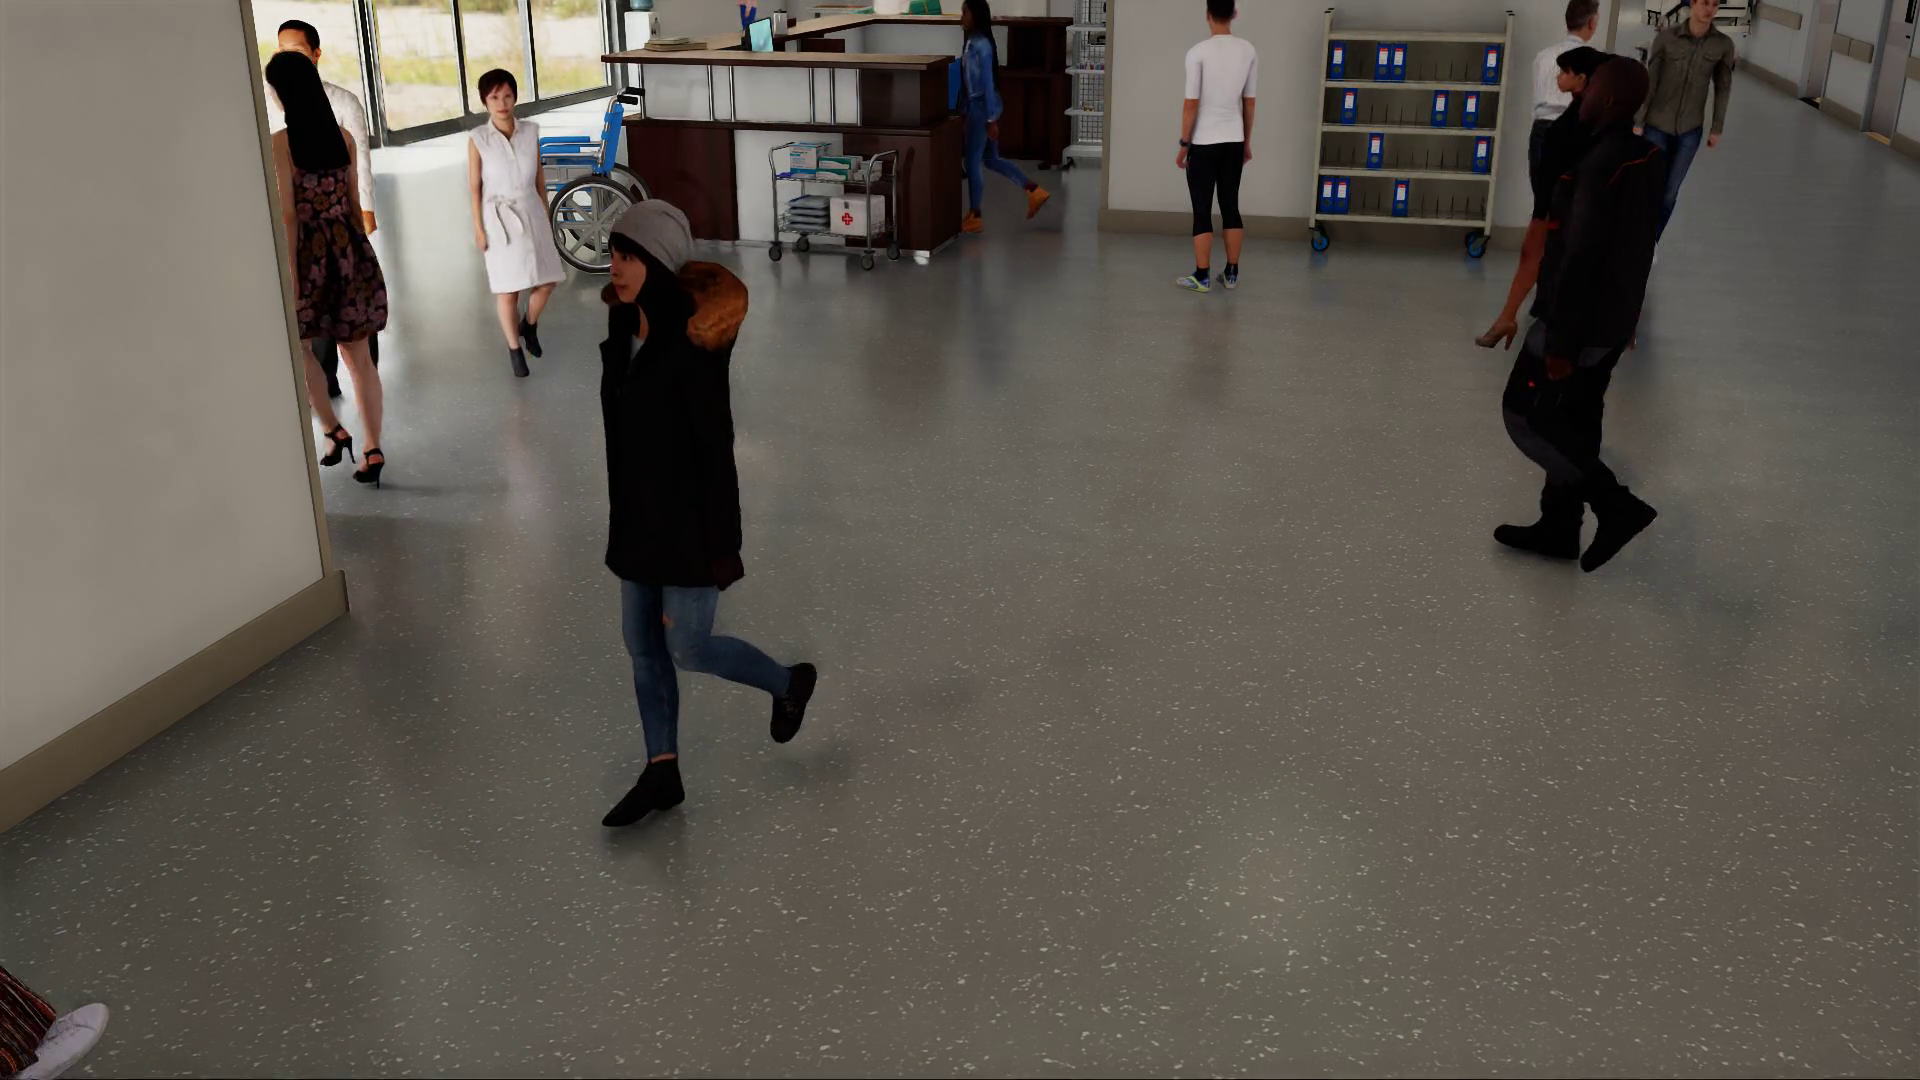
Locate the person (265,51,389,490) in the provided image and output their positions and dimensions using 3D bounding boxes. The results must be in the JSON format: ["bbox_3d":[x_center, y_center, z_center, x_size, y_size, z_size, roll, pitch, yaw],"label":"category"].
[{"bbox_3d":[-2.499,-1.043,6.707,0.826,1.755,0.763,14,25,33],"label":"person"}]

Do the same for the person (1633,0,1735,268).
[{"bbox_3d":[4.759,-2.758,11.109,0.580,1.844,0.795,5,21,13],"label":"person"}]

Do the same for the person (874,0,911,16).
[{"bbox_3d":[-0.819,-5.742,19.205,1.047,1.689,0.821,9,23,23],"label":"person"}]

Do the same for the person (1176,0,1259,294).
[{"bbox_3d":[1.607,-2.493,10.401,0.708,1.850,0.808,-8,22,-21],"label":"person"}]

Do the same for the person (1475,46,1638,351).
[{"bbox_3d":[3.250,-1.685,8.631,1.007,1.591,0.565,6,22,15],"label":"person"}]

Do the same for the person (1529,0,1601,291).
[{"bbox_3d":[3.669,-2.411,10.269,0.722,1.790,0.809,16,26,35],"label":"person"}]

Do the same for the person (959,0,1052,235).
[{"bbox_3d":[0.266,-3.092,12.221,1.122,1.681,0.884,-3,21,-7],"label":"person"}]

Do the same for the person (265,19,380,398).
[{"bbox_3d":[-3.048,-1.553,7.973,0.603,1.811,0.789,-1,21,-2],"label":"person"}]

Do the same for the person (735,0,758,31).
[{"bbox_3d":[-3.133,-7.829,24.603,0.714,1.768,0.729,-5,21,-12],"label":"person"}]

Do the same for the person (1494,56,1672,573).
[{"bbox_3d":[2.296,-0.754,5.861,0.967,1.813,0.885,15,26,35],"label":"person"}]

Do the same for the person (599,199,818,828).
[{"bbox_3d":[-0.691,-0.058,4.297,0.955,1.620,0.933,19,28,40],"label":"person"}]

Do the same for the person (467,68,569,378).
[{"bbox_3d":[-2.304,-1.617,8.517,0.742,1.545,0.802,-12,24,-28],"label":"person"}]
